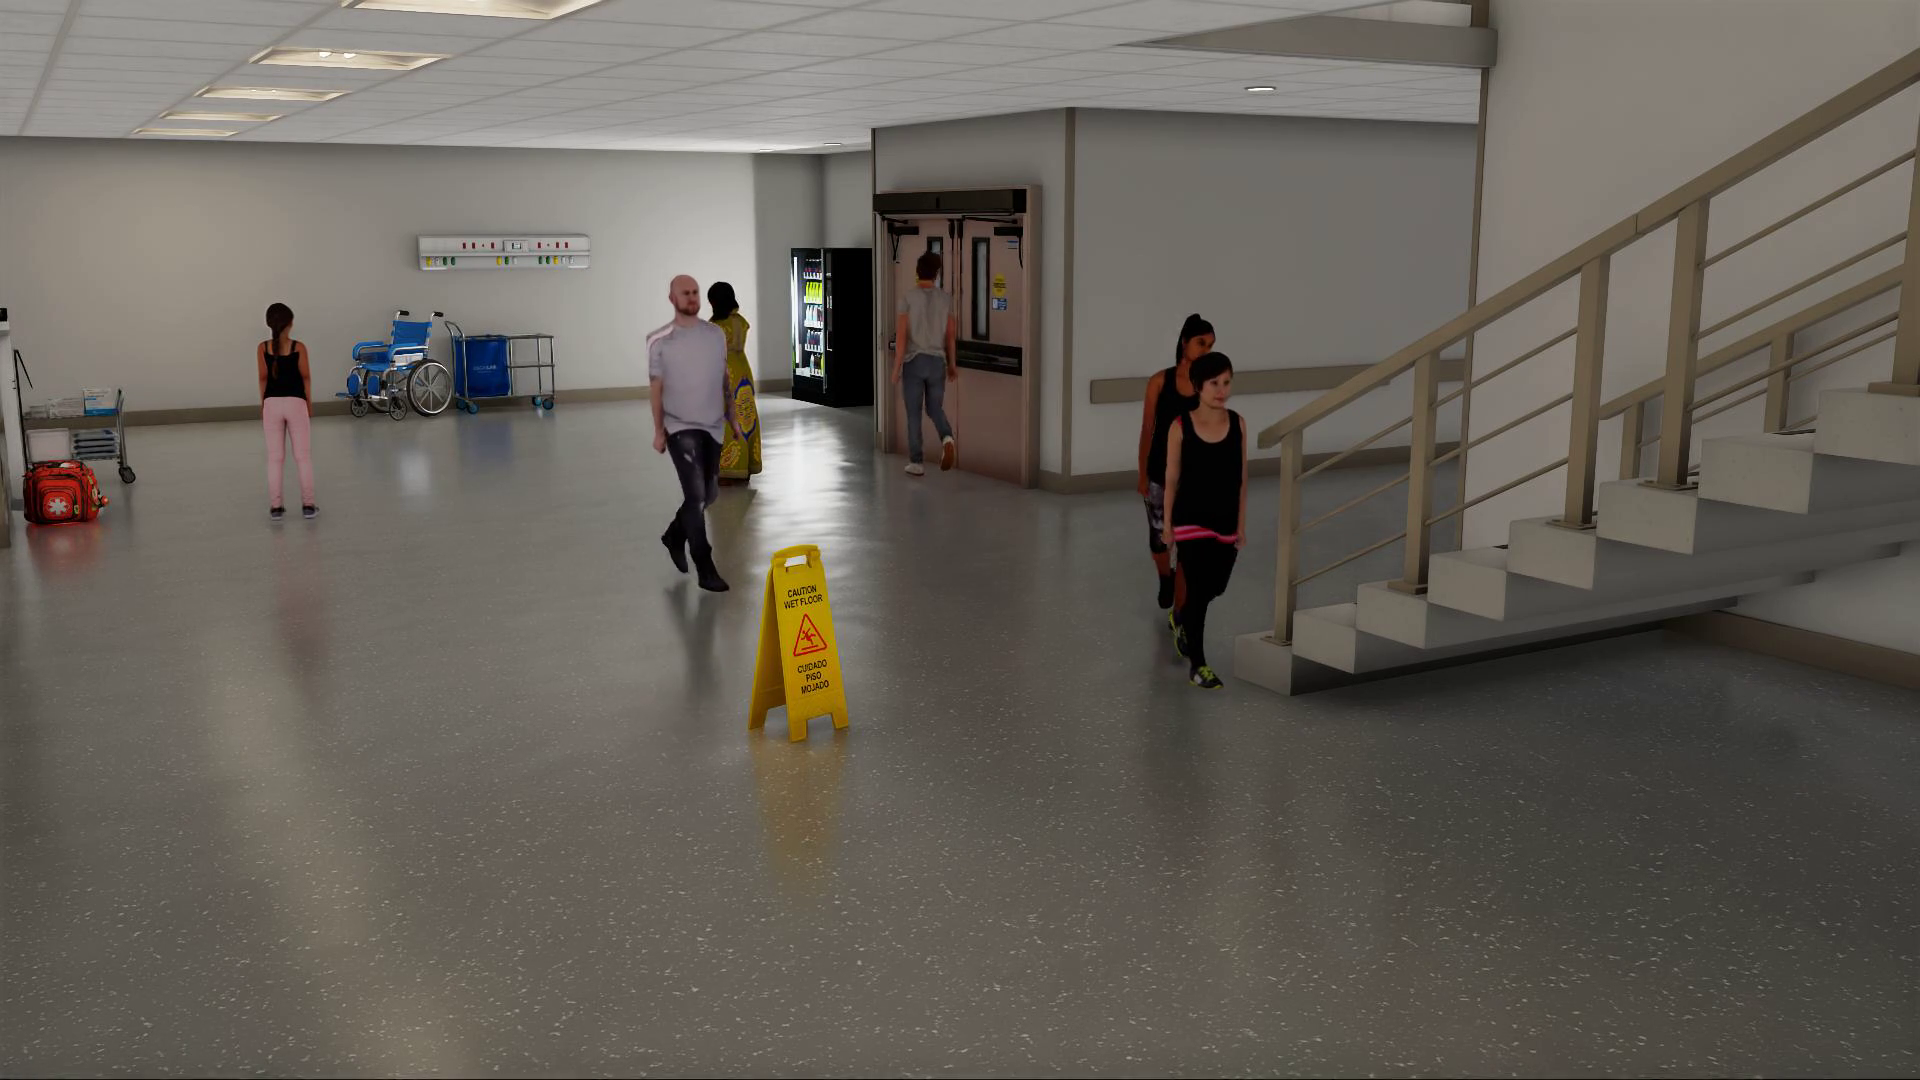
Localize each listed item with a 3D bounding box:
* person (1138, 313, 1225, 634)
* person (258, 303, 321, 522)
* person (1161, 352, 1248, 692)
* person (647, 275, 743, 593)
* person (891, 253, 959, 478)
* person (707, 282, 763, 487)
[{"bbox_3d":[1.140,-0.347,8.754,0.992,1.631,1.128,2,11,8],"label":"person"},{"bbox_3d":[-4.875,-0.933,12.025,0.548,1.563,0.561,-3,11,-17],"label":"person"},{"bbox_3d":[1.124,-0.100,7.734,0.672,1.526,1.031,-3,11,-17],"label":"person"},{"bbox_3d":[-1.602,-0.640,9.817,0.806,1.811,1.215,-9,14,-39],"label":"person"},{"bbox_3d":[-0.253,-1.438,13.864,0.780,1.869,1.017,-5,12,-25],"label":"person"},{"bbox_3d":[-1.906,-1.292,13.660,1.029,1.658,0.999,4,12,22],"label":"person"}]
